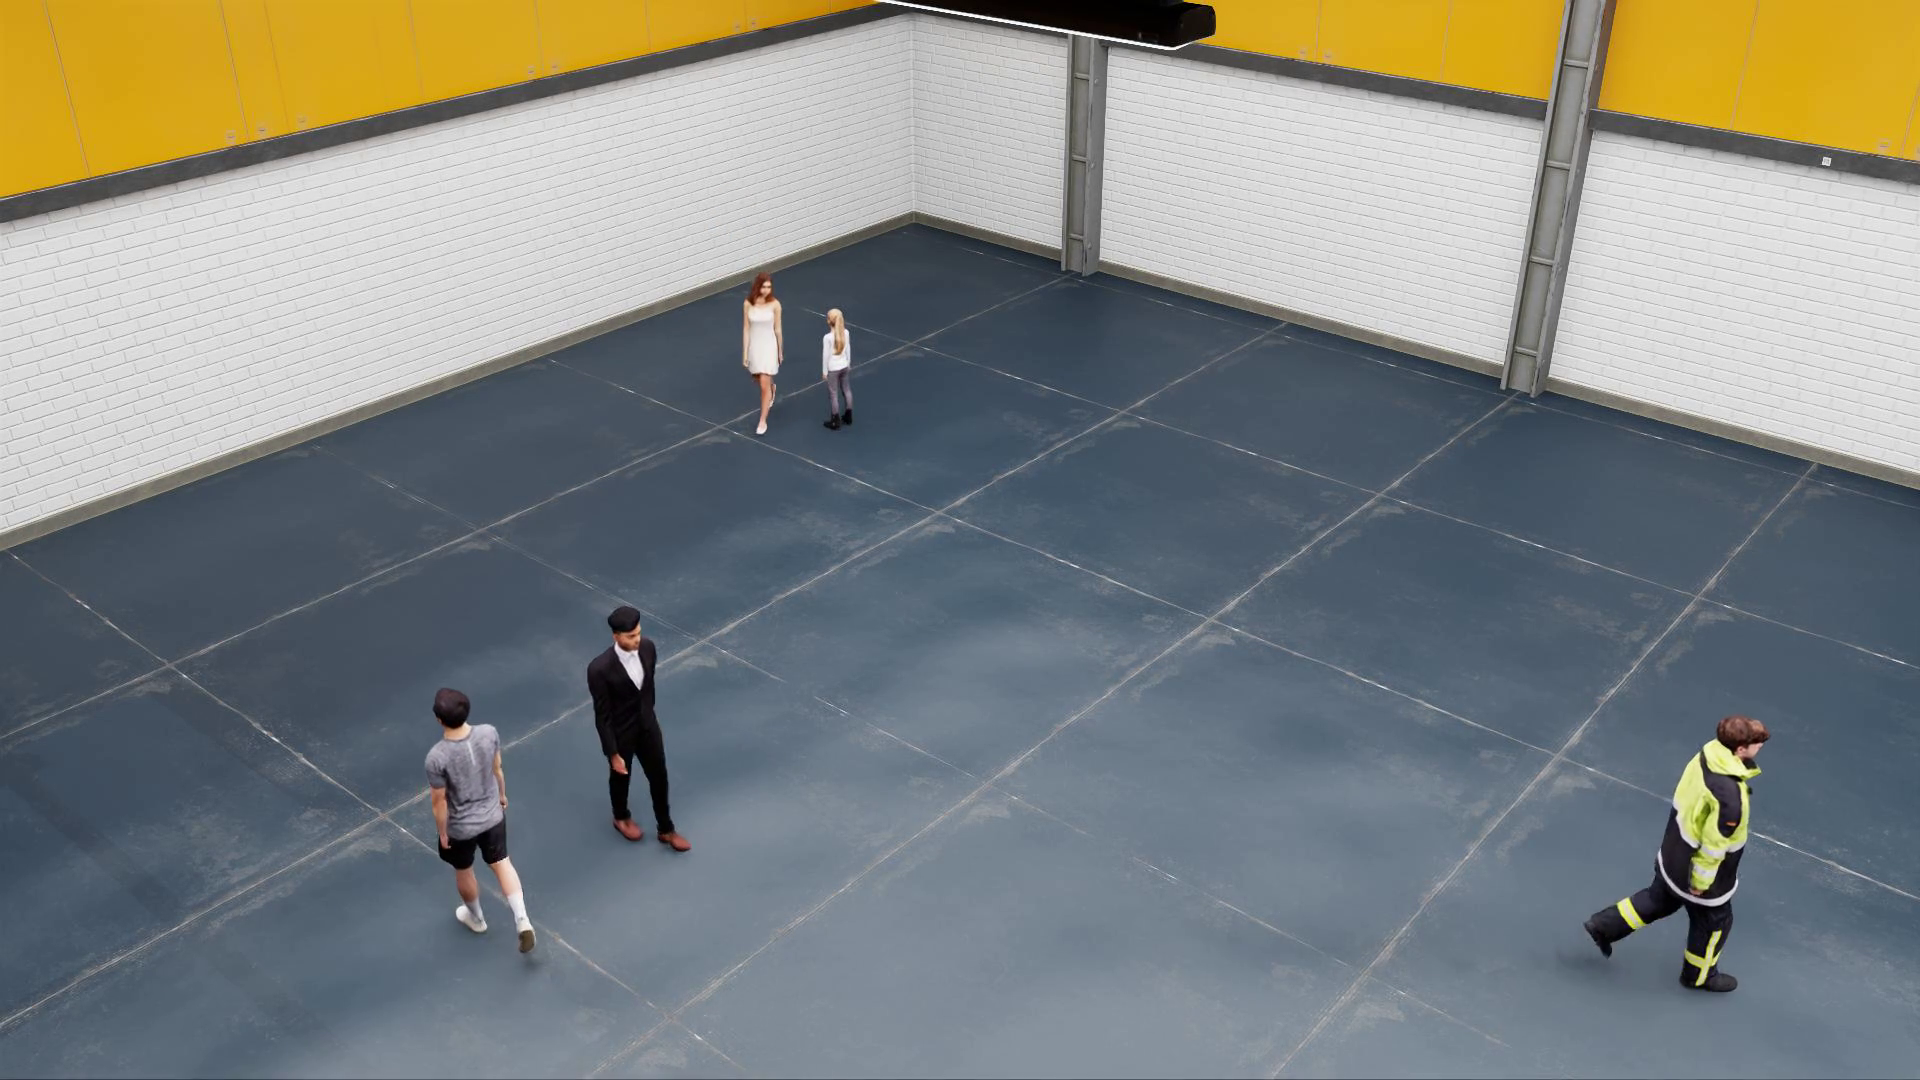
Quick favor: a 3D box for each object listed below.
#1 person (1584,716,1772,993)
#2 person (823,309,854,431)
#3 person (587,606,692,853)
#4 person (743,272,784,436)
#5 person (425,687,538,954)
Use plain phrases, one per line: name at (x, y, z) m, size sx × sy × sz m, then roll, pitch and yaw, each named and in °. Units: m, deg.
person at (4.249, 1.819, 9.759) m, size 1.288 × 1.955 × 1.154 m, roll 3°, pitch 29°, yaw 5°
person at (-1.253, -1.756, 17.019) m, size 0.526 × 1.278 × 0.531 m, roll -22°, pitch 35°, yaw -34°
person at (-2.255, 1.211, 10.987) m, size 0.745 × 1.846 × 0.908 m, roll -25°, pitch 37°, yaw -37°
person at (-2.002, -1.966, 16.988) m, size 1.044 × 1.676 × 0.948 m, roll 7°, pitch 29°, yaw 13°
person at (-2.893, 1.719, 10.053) m, size 0.766 × 1.847 × 1.064 m, roll -24°, pitch 36°, yaw -36°
